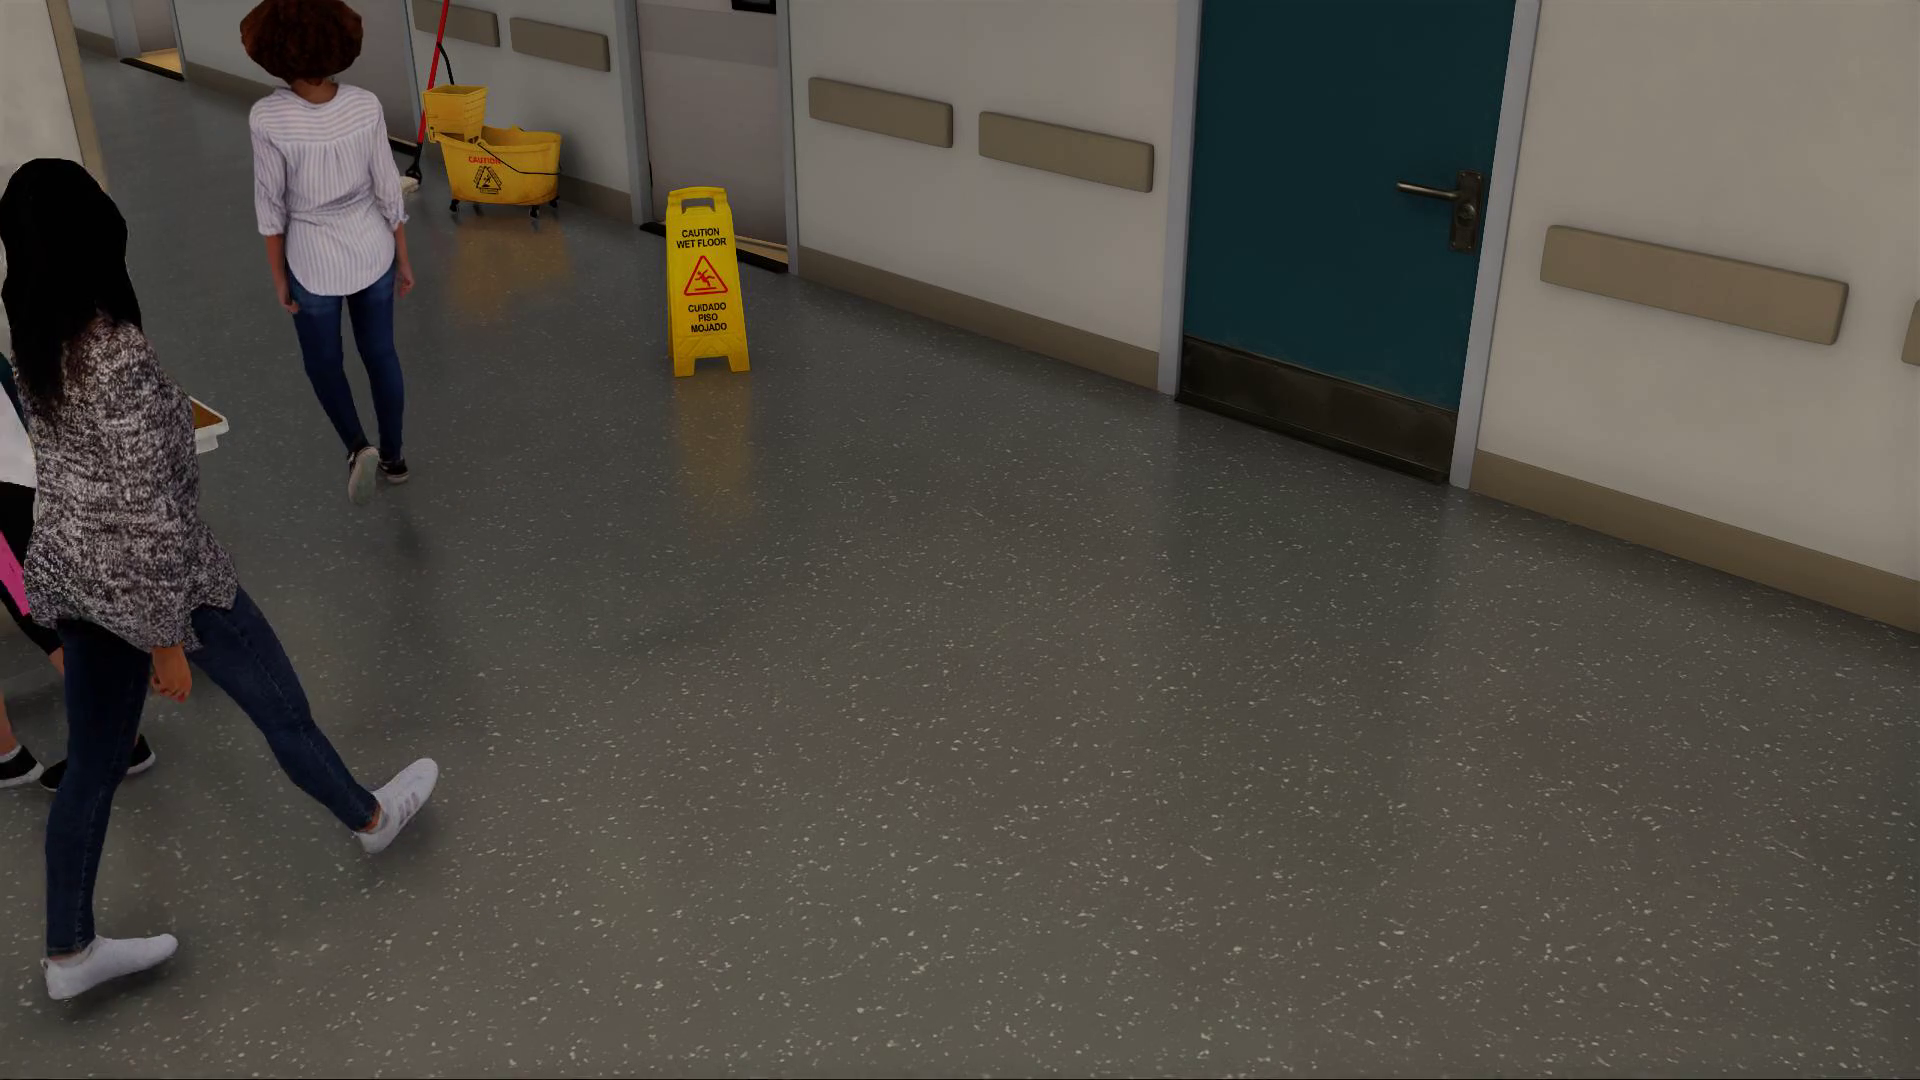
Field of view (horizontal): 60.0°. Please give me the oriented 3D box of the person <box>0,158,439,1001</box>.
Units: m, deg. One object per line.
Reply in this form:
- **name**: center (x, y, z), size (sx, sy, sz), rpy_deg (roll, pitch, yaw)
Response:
- **person**: center (-1.722, 0.157, 3.301), size (1.133, 1.676, 0.841), rpy_deg (19, 31, 34)

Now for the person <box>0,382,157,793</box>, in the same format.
- **person**: center (-2.161, -0.147, 3.836), size (0.796, 1.759, 0.757), rpy_deg (-14, 29, -27)

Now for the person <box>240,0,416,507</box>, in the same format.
- **person**: center (-2.039, -0.922, 5.521), size (0.763, 1.692, 0.941), rpy_deg (-15, 29, -28)
